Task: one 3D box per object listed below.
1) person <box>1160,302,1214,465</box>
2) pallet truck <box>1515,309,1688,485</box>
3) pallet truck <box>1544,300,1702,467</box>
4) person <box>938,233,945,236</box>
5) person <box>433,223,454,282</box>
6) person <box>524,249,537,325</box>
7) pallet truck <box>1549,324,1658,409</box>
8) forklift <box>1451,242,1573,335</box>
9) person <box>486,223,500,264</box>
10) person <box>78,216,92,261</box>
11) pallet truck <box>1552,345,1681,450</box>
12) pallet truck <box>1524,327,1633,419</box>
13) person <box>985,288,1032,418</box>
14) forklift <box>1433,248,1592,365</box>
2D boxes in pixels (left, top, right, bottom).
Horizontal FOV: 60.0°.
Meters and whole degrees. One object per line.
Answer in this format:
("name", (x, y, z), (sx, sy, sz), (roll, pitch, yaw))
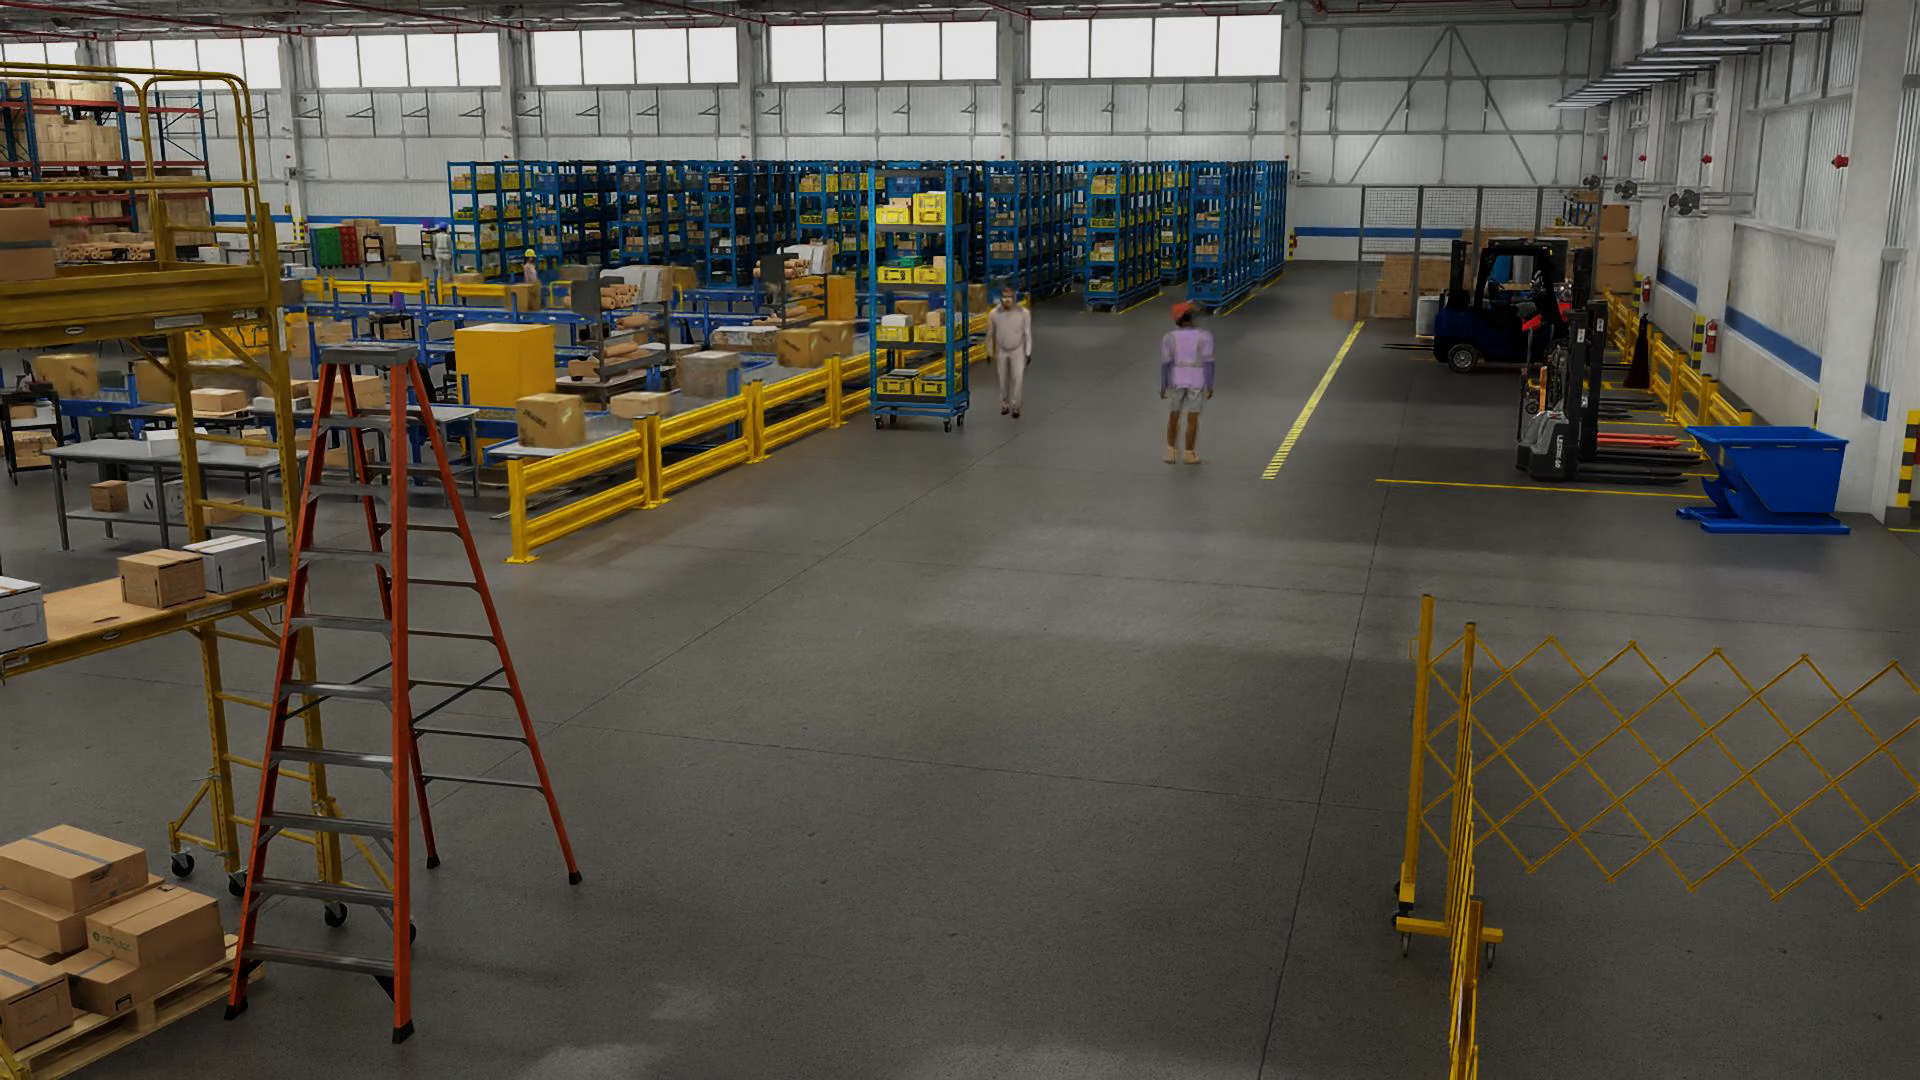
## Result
("person", (2.772, -1.901, 20.419), (0.659, 2.004, 0.430), (3, 13, 14))
("pallet truck", (7.554, -1.677, 19.446), (1.885, 1.965, 0.823), (3, 13, 14))
("pallet truck", (8.263, -1.952, 20.631), (1.885, 1.965, 0.823), (5, 14, 20))
("person", (-0.530, -8.698, 50.103), (0.373, 1.843, 0.572), (1, 13, 6))
("person", (-14.647, -8.055, 47.233), (0.618, 1.884, 1.028), (-1, 13, -3))
("person", (-9.328, -5.446, 36.229), (0.317, 1.767, 0.534), (0, 13, -1))
("pallet truck", (9.824, -2.669, 25.407), (1.601, 1.201, 0.680), (4, 14, 16))
("forklift", (10.464, -4.597, 31.405), (2.680, 1.987, 1.157), (4, 14, 16))
("person", (-14.675, -9.143, 52.136), (0.902, 1.799, 0.602), (2, 13, 8))
("person", (-26.060, -8.700, 49.842), (0.861, 1.960, 0.642), (-4, 14, -15))
("pallet truck", (8.641, -1.896, 21.908), (1.630, 1.274, 0.653), (4, 14, 16))
("pallet truck", (9.065, -2.460, 24.370), (1.522, 1.261, 0.704), (3, 13, 14))
("person", (0.693, -2.715, 24.216), (0.669, 1.862, 0.934), (2, 13, 9))
("forklift", (9.780, -4.111, 29.280), (2.680, 1.987, 1.157), (3, 13, 14))
